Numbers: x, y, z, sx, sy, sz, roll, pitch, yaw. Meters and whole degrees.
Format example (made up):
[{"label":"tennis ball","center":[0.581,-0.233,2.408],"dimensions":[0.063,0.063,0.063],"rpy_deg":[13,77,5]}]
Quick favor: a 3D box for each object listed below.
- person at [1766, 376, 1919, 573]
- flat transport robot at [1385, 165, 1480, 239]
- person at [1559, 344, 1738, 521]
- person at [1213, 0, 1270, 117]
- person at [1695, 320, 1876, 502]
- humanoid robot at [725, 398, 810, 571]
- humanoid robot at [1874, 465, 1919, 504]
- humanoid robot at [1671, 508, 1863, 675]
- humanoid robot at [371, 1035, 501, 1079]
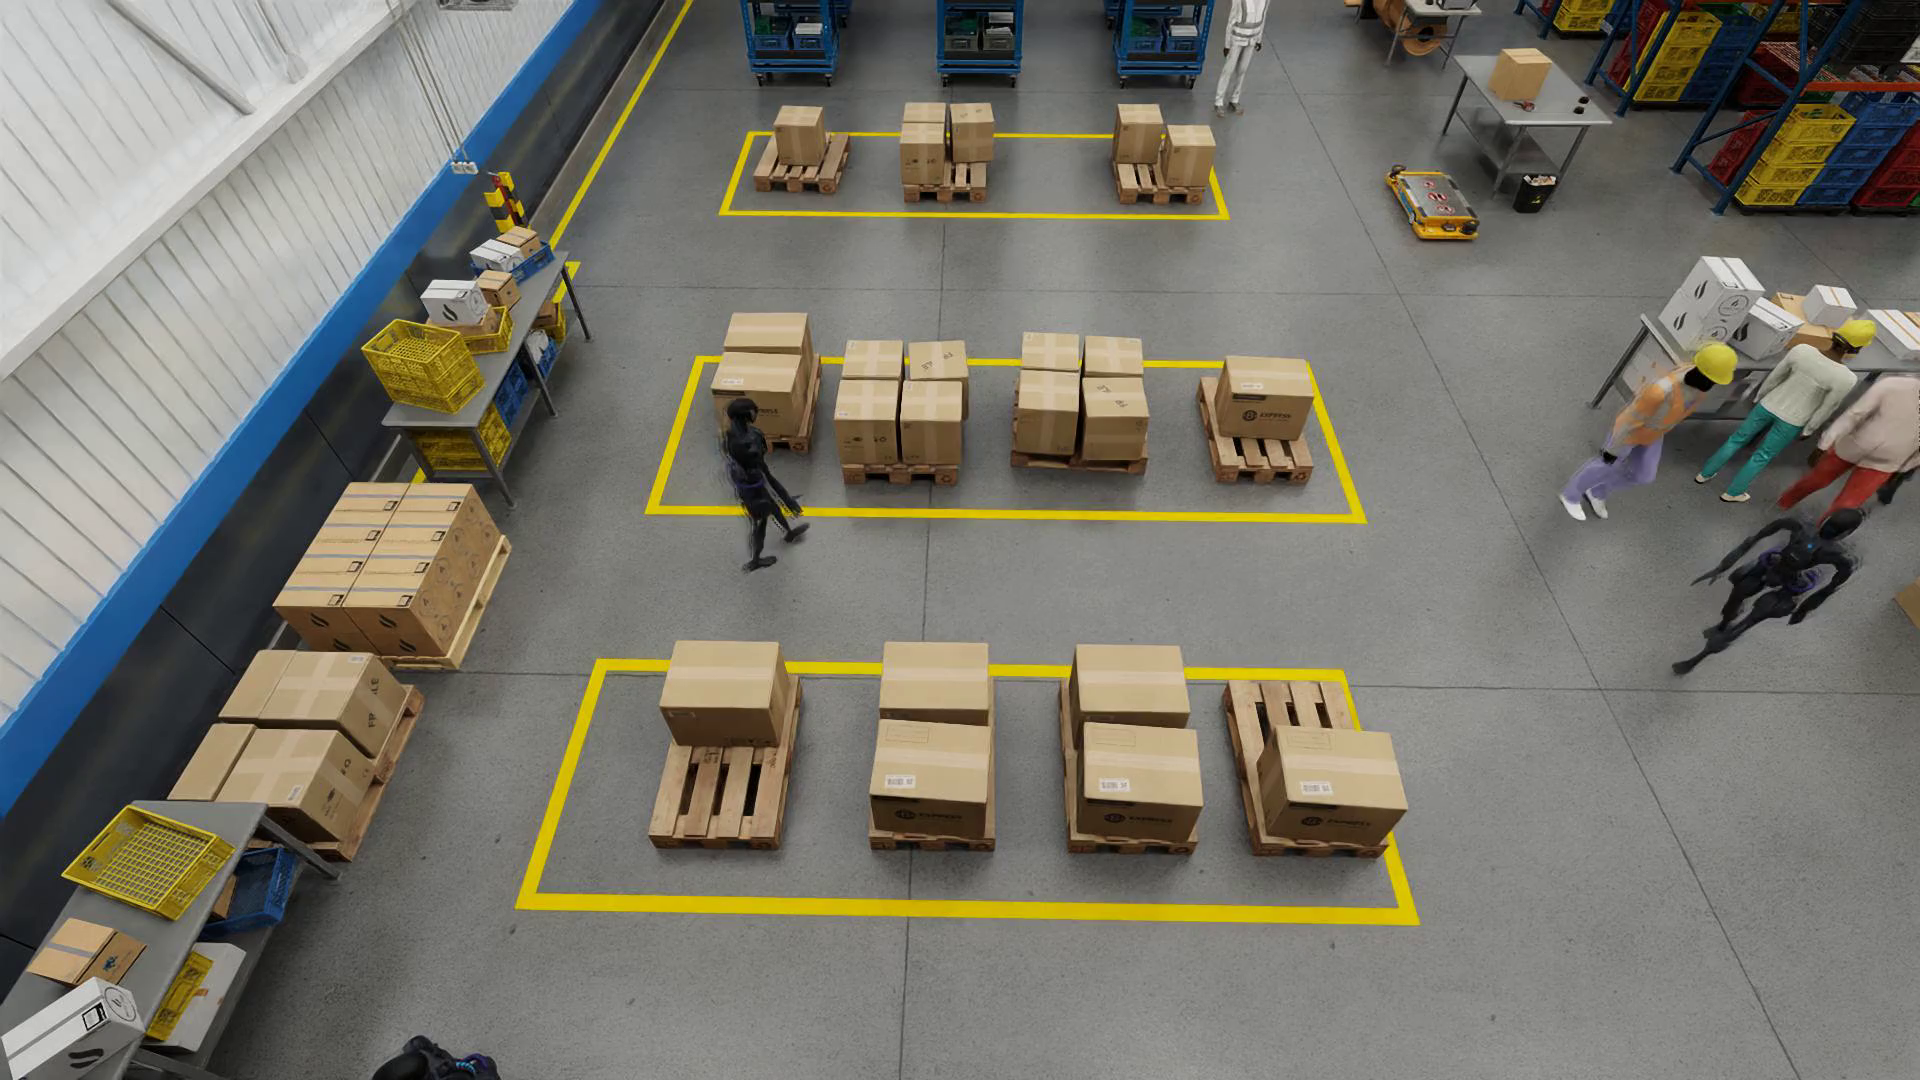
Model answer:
[{"label":"person","center":[6.894,-0.646,6.995],"dimensions":[0.625,1.954,0.833],"rpy_deg":[37,58,27]},{"label":"flat transport robot","center":[5.692,-4.094,11.059],"dimensions":[0.652,0.197,1.431],"rpy_deg":[1,49,1]},{"label":"person","center":[5.339,-0.814,7.164],"dimensions":[0.612,1.890,0.554],"rpy_deg":[-14,50,-11]},{"label":"person","center":[3.782,-6.656,12.227],"dimensions":[0.578,1.882,0.343],"rpy_deg":[-16,51,-14]},{"label":"person","center":[6.695,-1.035,7.438],"dimensions":[0.314,1.768,0.524],"rpy_deg":[-17,51,-15]},{"label":"humanoid robot","center":[-1.477,-0.417,6.970],"dimensions":[0.645,1.635,0.590],"rpy_deg":[-19,52,-15]},{"label":"humanoid robot","center":[7.955,-0.980,7.457],"dimensions":[0.708,1.633,0.413],"rpy_deg":[9,50,8]},{"label":"humanoid robot","center":[5.619,0.319,6.361],"dimensions":[0.817,1.616,0.533],"rpy_deg":[-17,51,-14]},{"label":"humanoid robot","center":[-2.260,2.662,4.288],"dimensions":[0.315,1.657,0.609],"rpy_deg":[-33,57,-25]}]
